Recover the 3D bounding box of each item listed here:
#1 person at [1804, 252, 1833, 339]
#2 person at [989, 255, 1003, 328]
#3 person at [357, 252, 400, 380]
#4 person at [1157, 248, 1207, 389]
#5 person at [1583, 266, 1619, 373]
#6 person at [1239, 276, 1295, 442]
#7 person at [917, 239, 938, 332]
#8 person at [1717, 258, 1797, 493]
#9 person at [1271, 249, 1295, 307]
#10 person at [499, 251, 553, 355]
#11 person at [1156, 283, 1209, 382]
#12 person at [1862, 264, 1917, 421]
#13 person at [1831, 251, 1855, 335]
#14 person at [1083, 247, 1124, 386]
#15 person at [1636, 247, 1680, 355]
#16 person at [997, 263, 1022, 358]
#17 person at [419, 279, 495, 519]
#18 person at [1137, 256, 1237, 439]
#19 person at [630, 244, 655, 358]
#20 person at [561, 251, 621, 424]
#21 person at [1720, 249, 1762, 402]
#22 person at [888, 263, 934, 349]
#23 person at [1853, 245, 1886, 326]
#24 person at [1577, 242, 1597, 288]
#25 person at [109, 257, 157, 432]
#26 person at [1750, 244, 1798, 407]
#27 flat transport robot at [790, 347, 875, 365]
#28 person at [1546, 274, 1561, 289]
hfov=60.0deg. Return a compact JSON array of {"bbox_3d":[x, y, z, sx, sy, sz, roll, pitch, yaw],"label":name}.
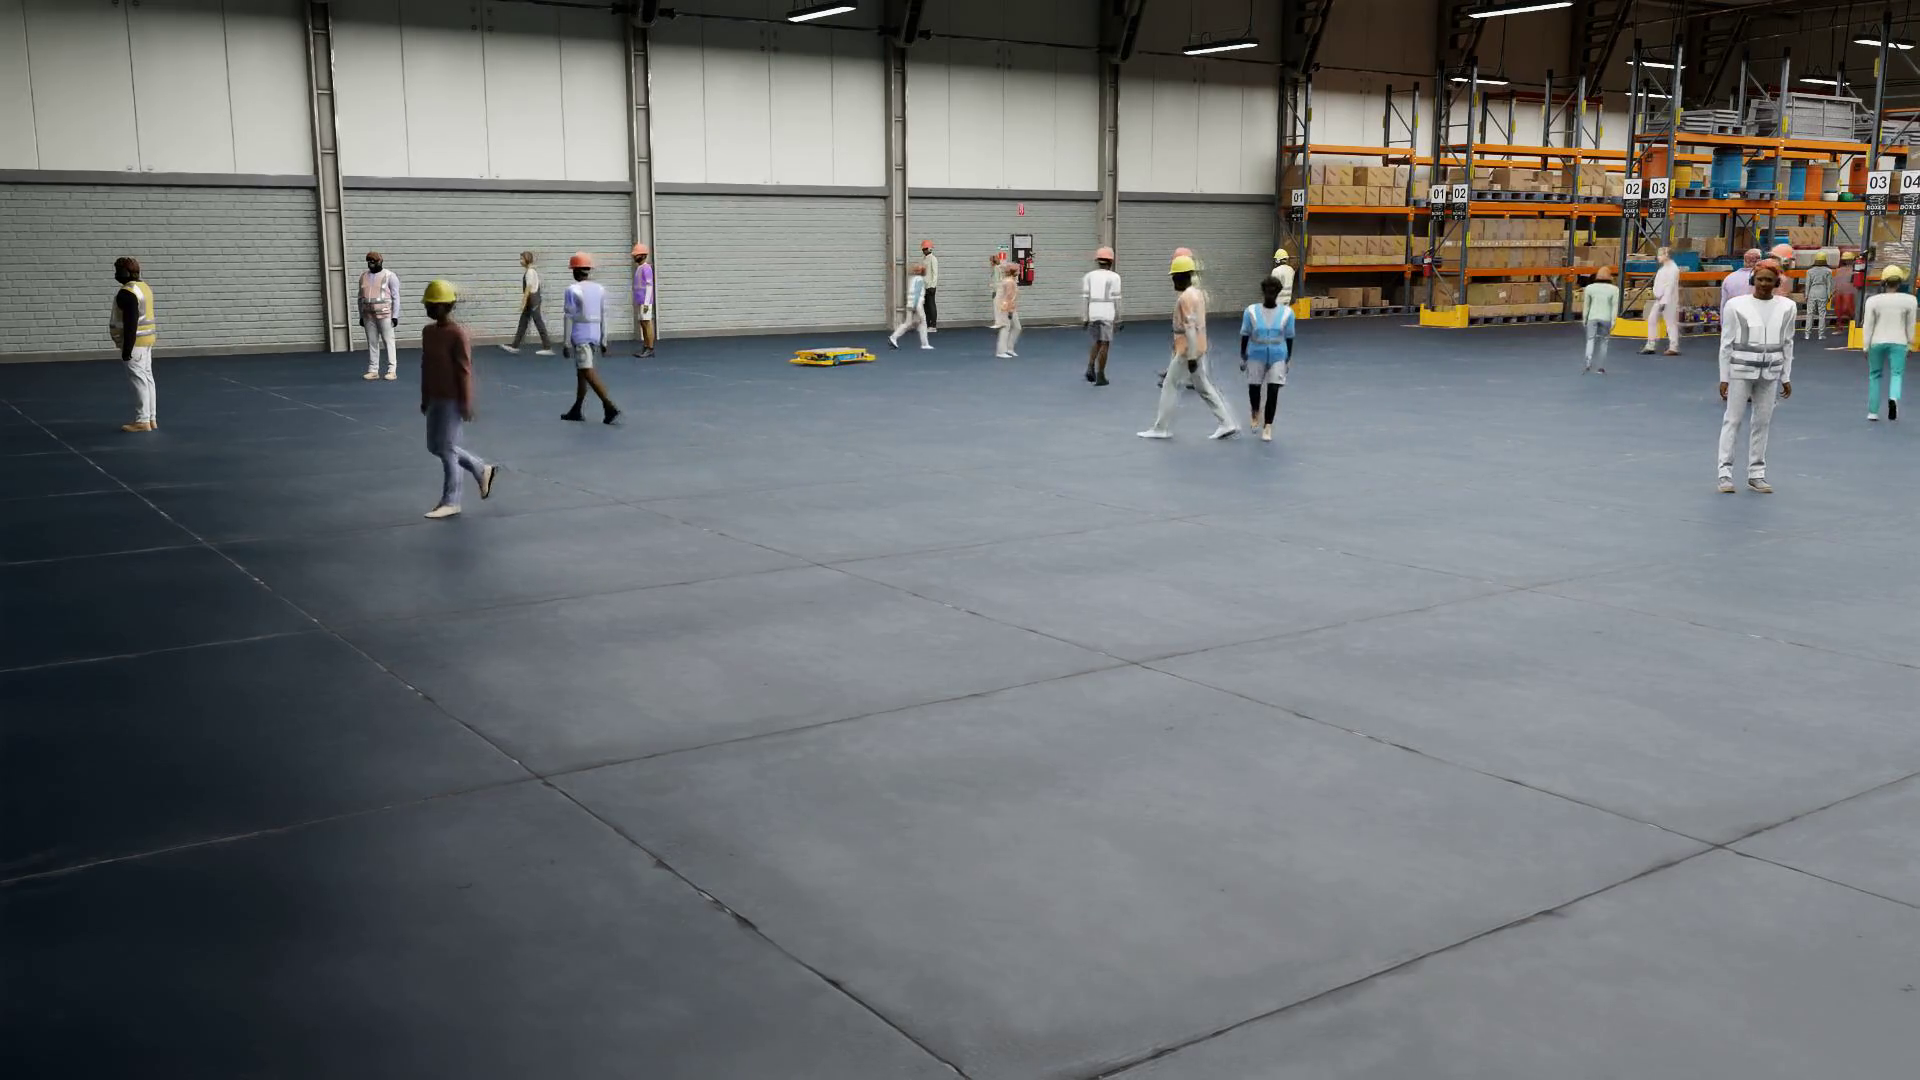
[{"bbox_3d":[17.328,-4.928,33.584,0.488,1.746,0.288,7,12,32],"label":"person"},{"bbox_3d":[0.809,-5.585,37.475,0.310,1.640,0.514,1,10,4],"label":"person"},{"bbox_3d":[-8.409,-3.233,24.025,0.634,1.842,0.429,2,11,11],"label":"person"},{"bbox_3d":[2.989,-2.970,22.422,0.829,1.899,0.593,1,10,6],"label":"person"},{"bbox_3d":[9.638,-3.311,25.056,0.508,1.619,0.528,5,12,26],"label":"person"},{"bbox_3d":[3.110,-1.841,16.833,0.555,1.670,0.447,2,11,10],"label":"person"},{"bbox_3d":[-0.693,-5.510,36.082,0.373,1.997,0.612,-5,12,-28],"label":"person"},{"bbox_3d":[6.407,-1.316,13.398,0.575,1.885,0.359,1,10,4],"label":"person"},{"bbox_3d":[5.836,-4.382,30.349,0.404,1.832,0.596,10,14,42],"label":"person"},{"bbox_3d":[-7.570,-4.107,28.934,0.937,1.801,0.514,-3,11,-18],"label":"person"},{"bbox_3d":[3.156,-3.125,23.565,0.843,1.781,0.620,1,10,5],"label":"person"},{"bbox_3d":[10.296,-2.174,18.452,0.531,1.751,0.619,5,11,25],"label":"person"},{"bbox_3d":[18.666,-5.196,35.032,0.459,1.753,0.531,-4,11,-20],"label":"person"},{"bbox_3d":[1.987,-3.098,23.078,0.553,1.916,0.438,8,13,36],"label":"person"},{"bbox_3d":[12.169,-4.134,28.895,0.782,1.877,0.645,0,10,3],"label":"person"},{"bbox_3d":[0.842,-3.893,28.253,0.471,1.609,0.531,2,10,9],"label":"person"},{"bbox_3d":[-3.751,-1.055,12.325,0.537,1.748,0.608,9,14,42],"label":"person"},{"bbox_3d":[2.364,-1.944,16.902,0.989,1.875,0.592,4,11,20],"label":"person"},{"bbox_3d":[-5.427,-4.072,28.370,0.367,1.934,0.553,-4,11,-23],"label":"person"},{"bbox_3d":[-4.106,-2.229,18.385,0.955,1.908,0.550,7,12,33],"label":"person"},{"bbox_3d":[9.868,-2.683,20.837,0.407,1.906,0.654,-8,13,-36],"label":"person"},{"bbox_3d":[-0.908,-4.287,30.520,0.806,1.593,0.523,-4,11,-20],"label":"person"},{"bbox_3d":[17.699,-4.789,32.420,0.644,1.879,1.035,8,13,39],"label":"person"},{"bbox_3d":[16.989,-7.106,45.052,0.393,1.919,0.590,-6,12,-29],"label":"person"},{"bbox_3d":[-8.786,-2.075,17.678,0.429,1.842,0.633,-2,11,-11],"label":"person"},{"bbox_3d":[9.810,-2.578,20.074,0.467,1.969,0.627,0,10,-2],"label":"person"},{"bbox_3d":[-2.067,-2.992,27.015,0.652,0.197,1.431,7,12,33],"label":"flat transport robot"},{"bbox_3d":[16.377,-7.191,45.716,0.560,1.845,0.562,-3,11,-18],"label":"person"}]
